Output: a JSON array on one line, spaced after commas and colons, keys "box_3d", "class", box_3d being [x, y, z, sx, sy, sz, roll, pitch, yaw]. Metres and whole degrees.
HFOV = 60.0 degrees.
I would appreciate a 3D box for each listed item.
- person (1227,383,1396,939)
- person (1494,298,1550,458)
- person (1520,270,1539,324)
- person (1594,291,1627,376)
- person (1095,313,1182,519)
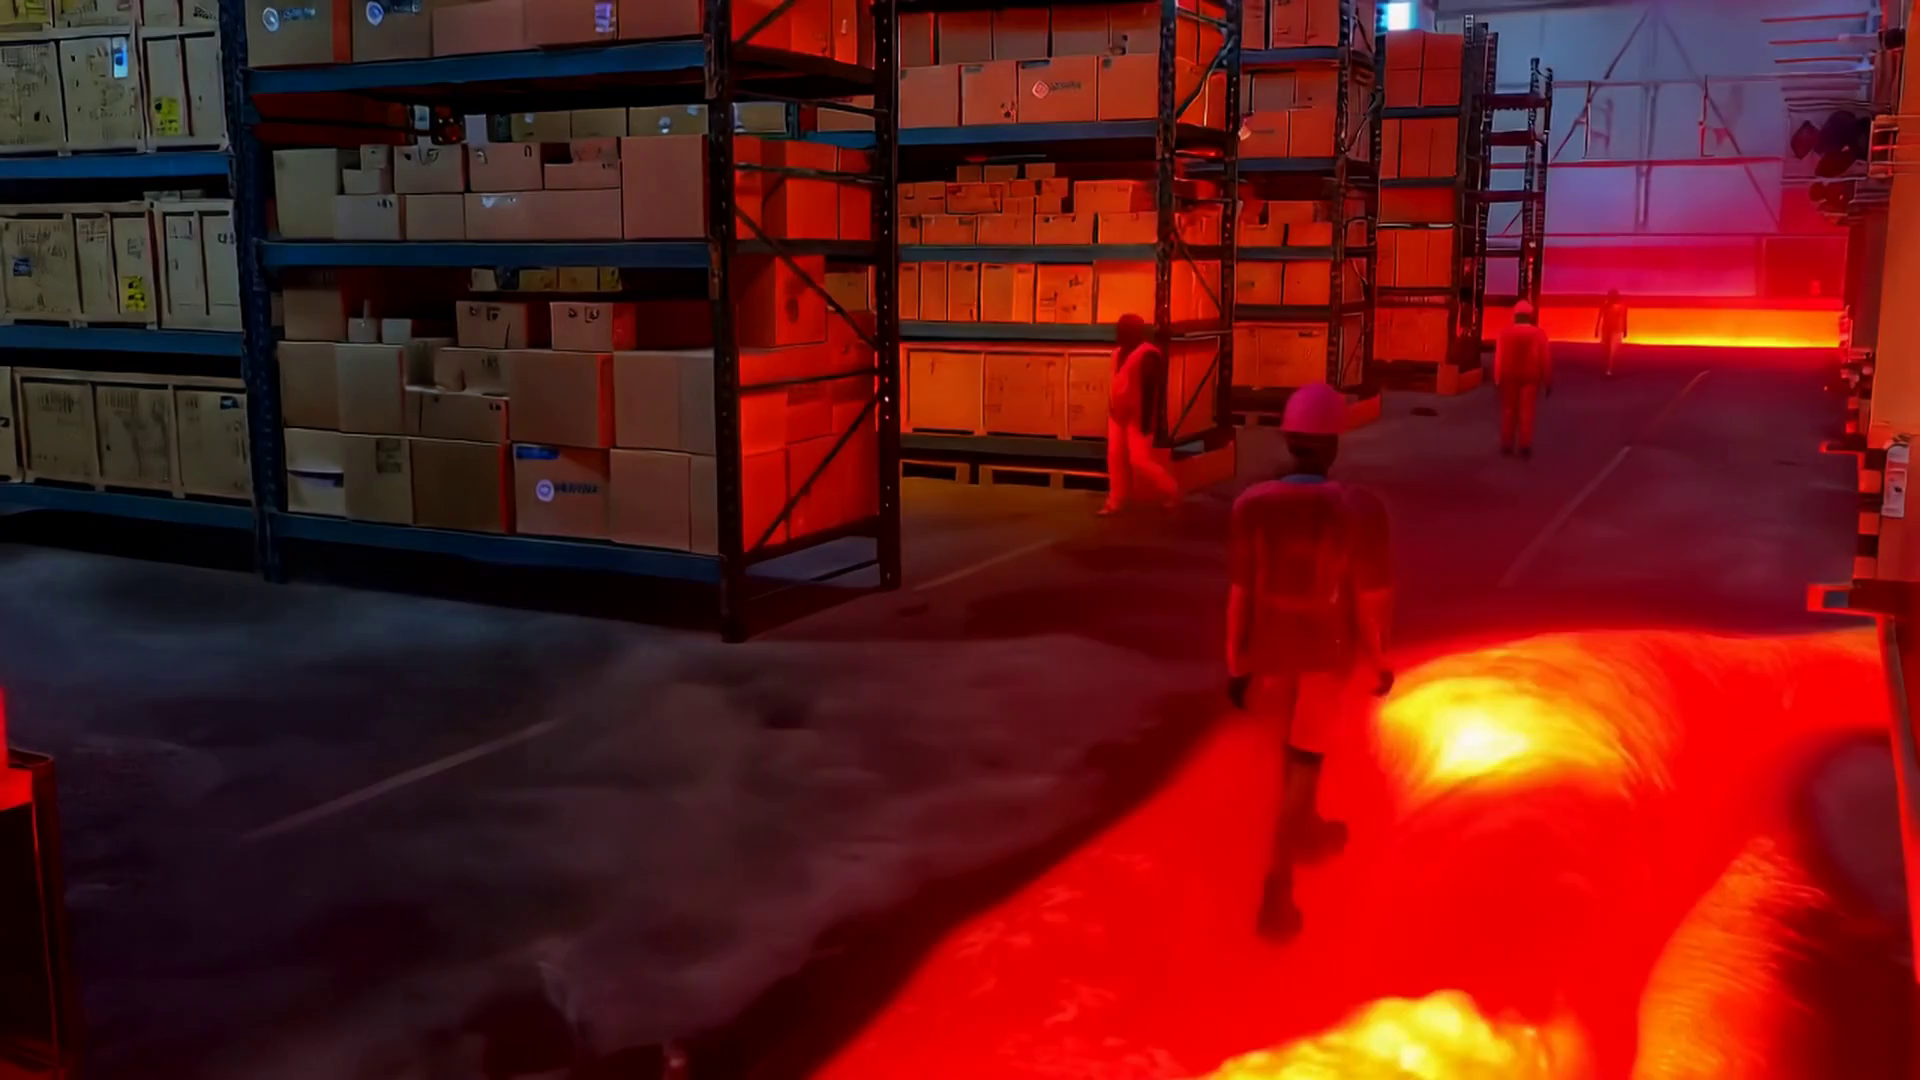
[{"box_3d": [1.231, 0.392, 5.885, 0.549, 1.884, 1.043, 7, 12, 34], "class": "person"}, {"box_3d": [6.431, -1.855, 19.060, 0.600, 1.831, 0.404, 3, 10, 19], "class": "person"}, {"box_3d": [13.050, -5.212, 38.136, 0.548, 1.942, 0.348, -5, 11, -27], "class": "person"}, {"box_3d": [12.322, -3.908, 31.543, 0.549, 1.597, 0.814, 6, 12, 33], "class": "person"}, {"box_3d": [1.568, -1.082, 14.586, 0.722, 1.818, 0.634, -6, 11, -30], "class": "person"}]
